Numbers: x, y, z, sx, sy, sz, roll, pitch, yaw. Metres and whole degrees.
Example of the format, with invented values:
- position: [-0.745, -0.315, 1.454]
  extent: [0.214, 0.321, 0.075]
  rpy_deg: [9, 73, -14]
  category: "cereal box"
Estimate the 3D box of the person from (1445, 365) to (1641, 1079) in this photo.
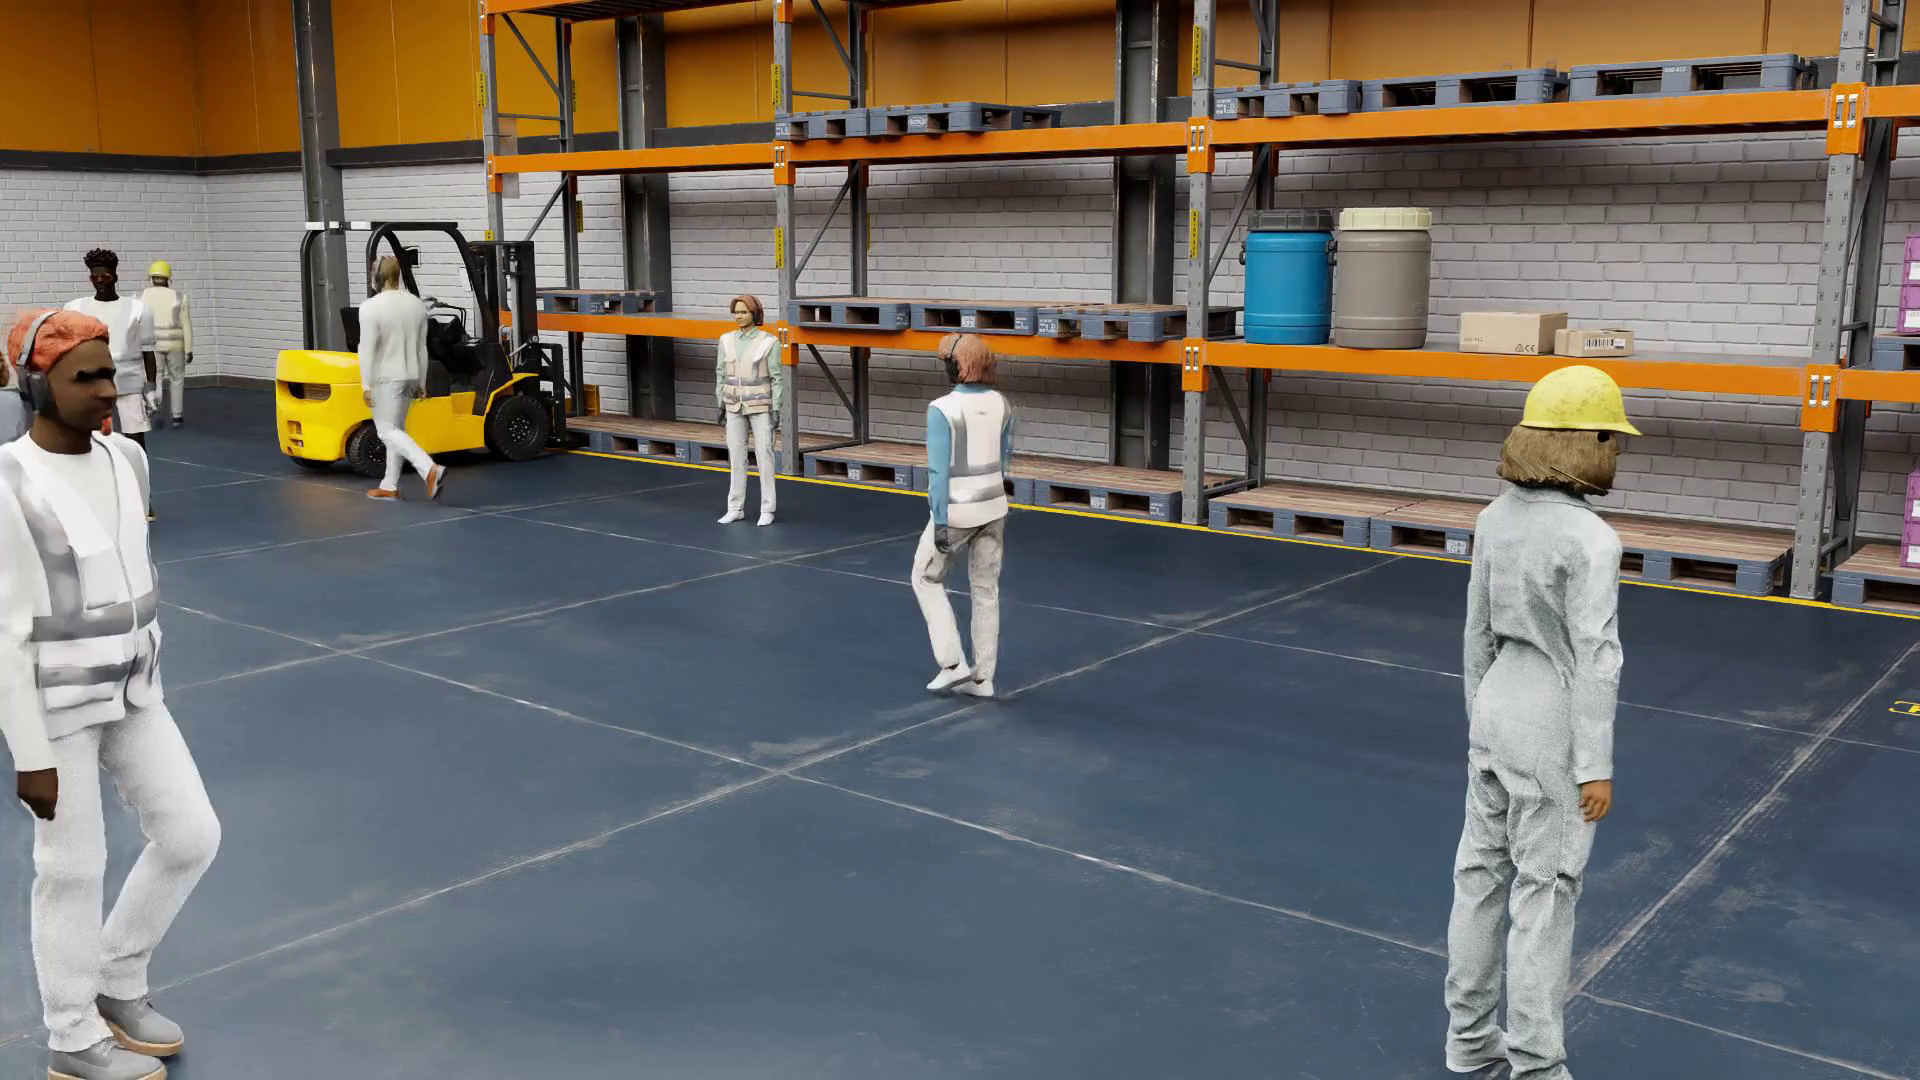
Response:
- position: [1.365, 0.466, 3.883]
  extent: [0.313, 1.740, 0.487]
  rpy_deg: [-3, 11, -16]
  category: "person"

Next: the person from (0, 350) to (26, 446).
- position: [-4.259, -0.105, 7.375]
  extent: [0.548, 1.614, 0.534]
  rpy_deg: [4, 11, 22]
  category: "person"

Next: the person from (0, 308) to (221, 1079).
- position: [-2.032, 0.401, 3.883]
  extent: [0.433, 1.865, 0.602]
  rpy_deg: [2, 10, 10]
  category: "person"

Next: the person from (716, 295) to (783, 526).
- position: [-1.495, -0.916, 11.814]
  extent: [0.513, 1.642, 0.313]
  rpy_deg: [4, 11, 21]
  category: "person"

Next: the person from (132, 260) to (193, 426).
- position: [-8.604, -2.112, 17.974]
  extent: [0.602, 1.809, 0.700]
  rpy_deg: [-3, 11, -19]
  category: "person"

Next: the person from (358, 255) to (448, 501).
- position: [-4.274, -1.214, 12.719]
  extent: [0.827, 1.914, 0.635]
  rpy_deg: [5, 11, 26]
  category: "person"

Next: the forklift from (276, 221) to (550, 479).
- position: [-4.922, -1.741, 14.854]
  extent: [1.214, 2.155, 2.313]
  rpy_deg: [8, 13, 38]
  category: "forklift"

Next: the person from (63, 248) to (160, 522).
- position: [-6.045, -1.089, 11.873]
  extent: [0.607, 1.966, 0.367]
  rpy_deg: [-4, 11, -22]
  category: "person"

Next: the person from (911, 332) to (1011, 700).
- position: [0.012, -0.101, 7.331]
  extent: [0.530, 1.620, 0.429]
  rpy_deg: [-9, 14, -42]
  category: "person"
